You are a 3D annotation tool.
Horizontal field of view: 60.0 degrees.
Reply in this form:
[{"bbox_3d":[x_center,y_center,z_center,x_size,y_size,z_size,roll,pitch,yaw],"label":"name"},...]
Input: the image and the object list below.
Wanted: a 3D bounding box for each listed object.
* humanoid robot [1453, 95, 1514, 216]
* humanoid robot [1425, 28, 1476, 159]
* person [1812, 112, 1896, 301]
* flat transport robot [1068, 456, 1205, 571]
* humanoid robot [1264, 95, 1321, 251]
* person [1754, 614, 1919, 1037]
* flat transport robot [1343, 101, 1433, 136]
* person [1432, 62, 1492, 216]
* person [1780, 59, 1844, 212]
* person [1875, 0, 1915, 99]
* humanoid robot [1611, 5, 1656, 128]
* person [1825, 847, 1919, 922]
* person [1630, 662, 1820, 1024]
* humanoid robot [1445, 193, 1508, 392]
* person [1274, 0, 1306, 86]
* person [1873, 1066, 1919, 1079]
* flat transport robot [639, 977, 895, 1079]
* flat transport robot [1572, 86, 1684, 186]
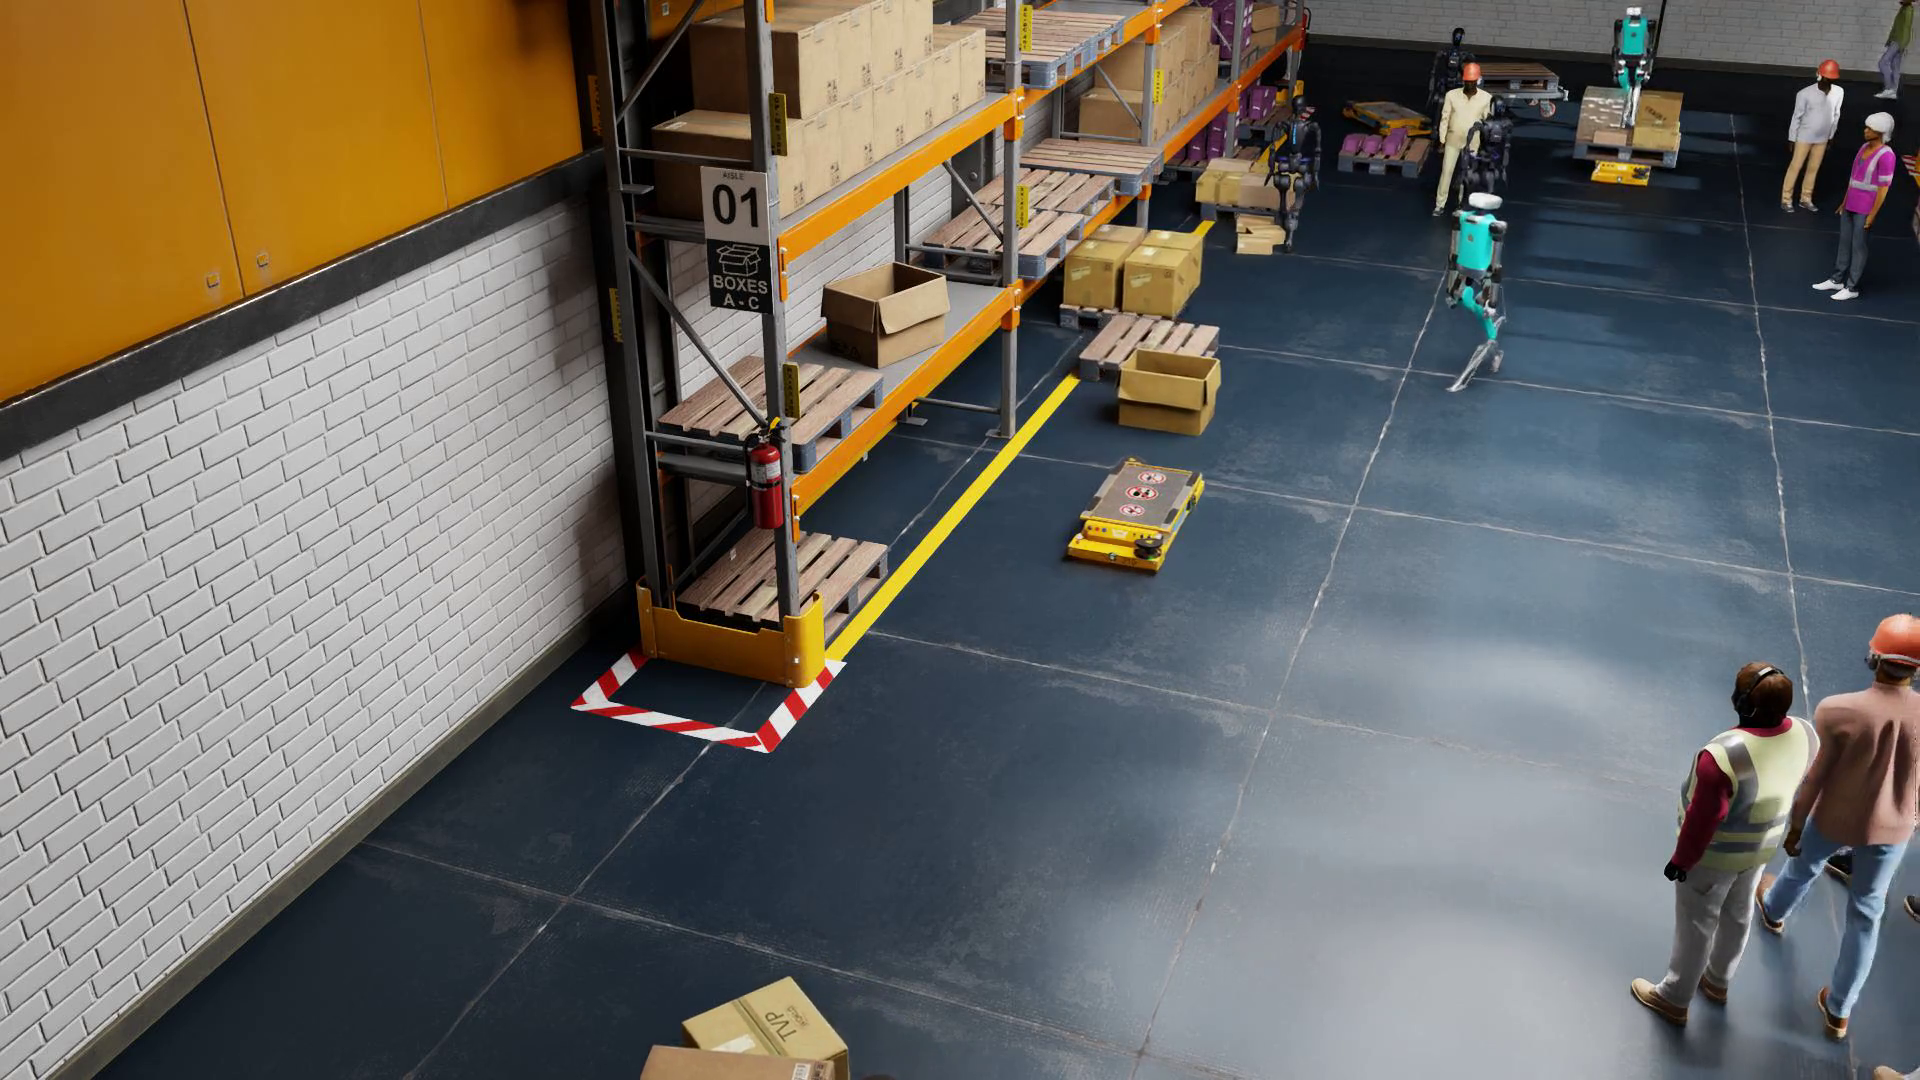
[{"bbox_3d":[5.678,-4.018,18.043,0.613,1.618,0.748,-7,28,-13],"label":"humanoid robot"},{"bbox_3d":[6.268,-5.696,21.245,0.599,1.659,0.315,10,29,19],"label":"humanoid robot"},{"bbox_3d":[8.879,-3.292,16.413,0.320,1.846,0.522,-2,27,-4],"label":"person"},{"bbox_3d":[1.311,-0.211,12.160,0.659,0.231,1.431,10,29,18],"label":"flat transport robot"},{"bbox_3d":[3.601,-3.989,18.000,0.603,1.623,0.784,9,29,17],"label":"humanoid robot"},{"bbox_3d":[4.075,1.223,7.563,0.618,1.935,0.994,7,28,13],"label":"person"},{"bbox_3d":[5.947,-5.862,23.120,0.659,0.231,1.431,-7,28,-13],"label":"flat transport robot"},{"bbox_3d":[5.735,-4.554,18.961,0.563,1.752,0.337,9,29,17],"label":"person"},{"bbox_3d":[9.836,-4.656,19.173,0.562,1.743,0.346,-3,27,-7],"label":"person"},{"bbox_3d":[13.746,-7.295,24.424,0.431,1.618,0.514,12,30,22],"label":"person"},{"bbox_3d":[9.078,-6.376,22.531,0.605,1.751,0.947,12,30,22],"label":"humanoid robot"},{"bbox_3d":[4.718,0.965,8.066,0.647,1.924,0.878,-8,28,-14],"label":"person"},{"bbox_3d":[3.399,1.350,7.418,0.626,1.844,0.429,-13,30,-24],"label":"person"},{"bbox_3d":[4.621,-2.177,14.405,0.921,1.788,0.543,-19,33,-32],"label":"humanoid robot"},{"bbox_3d":[5.050,-7.902,25.266,0.373,1.934,0.626,12,30,22],"label":"person"},{"bbox_3d":[4.379,1.681,6.806,0.694,1.818,0.648,-21,34,-35],"label":"person"},{"bbox_3d":[-0.739,2.658,6.594,1.431,0.231,0.659,-17,32,-29],"label":"flat transport robot"},{"bbox_3d":[8.366,-4.751,20.966,0.659,0.231,1.431,11,29,20],"label":"flat transport robot"}]
